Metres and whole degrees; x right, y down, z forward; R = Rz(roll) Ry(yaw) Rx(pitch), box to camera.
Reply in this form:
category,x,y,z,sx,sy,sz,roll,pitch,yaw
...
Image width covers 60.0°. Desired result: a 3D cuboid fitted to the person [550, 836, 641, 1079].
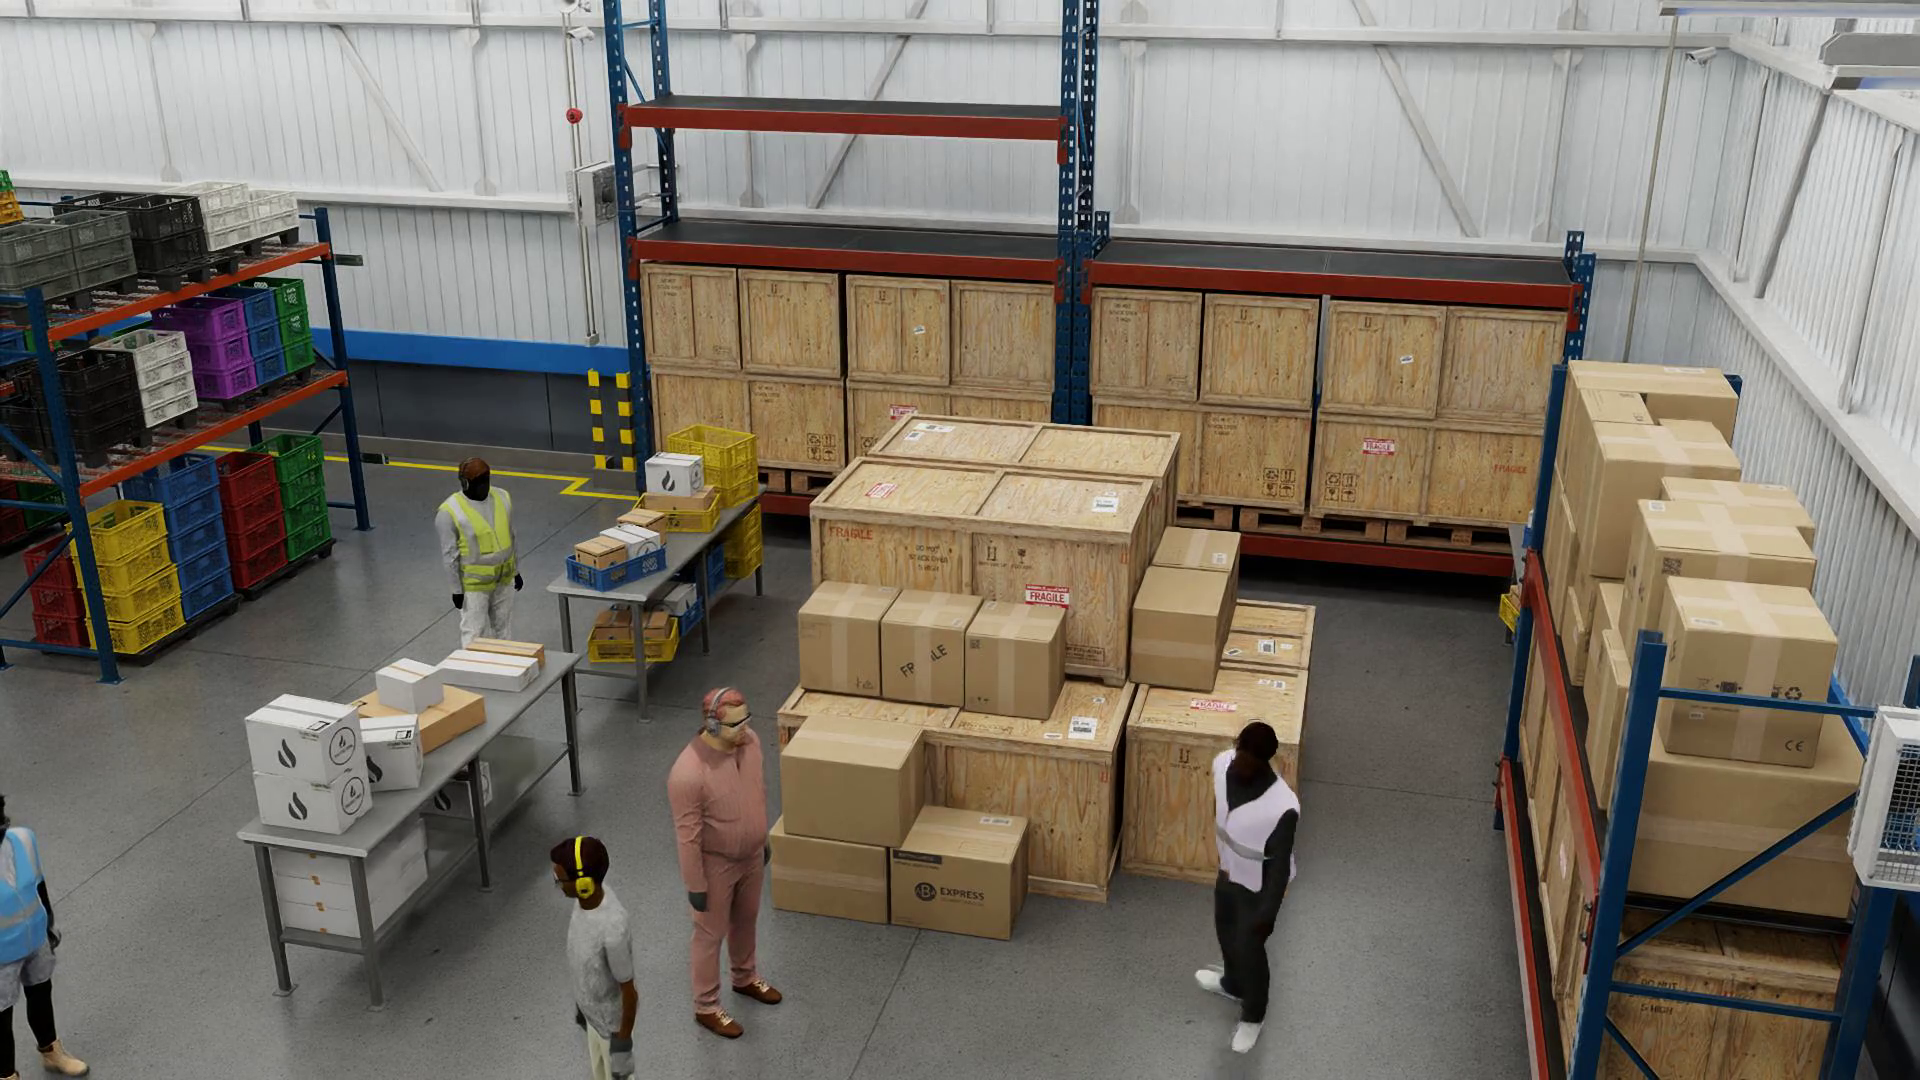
category,x,y,z,sx,sy,sz,roll,pitch,yaw
person,-1.566,2.110,7.274,0.332,1.865,0.520,-12,24,-28

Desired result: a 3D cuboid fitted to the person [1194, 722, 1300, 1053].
category,x,y,z,sx,sy,sz,roll,pitch,yaw
person,1.444,1.681,8.385,0.440,1.873,0.732,-9,23,-23

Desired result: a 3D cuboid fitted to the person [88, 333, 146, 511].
category,x,y,z,sx,sy,sz,roll,pitch,yaw
person,-7.623,-0.942,15.156,0.634,1.937,0.357,17,27,37

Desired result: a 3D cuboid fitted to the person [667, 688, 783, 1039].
category,x,y,z,sx,sy,sz,roll,pitch,yaw
person,-1.175,1.623,8.504,0.402,1.900,0.645,13,24,30

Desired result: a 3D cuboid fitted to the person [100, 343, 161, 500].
category,x,y,z,sx,sy,sz,roll,pitch,yaw
person,-7.481,-0.847,14.982,0.575,1.883,0.355,-1,21,-1

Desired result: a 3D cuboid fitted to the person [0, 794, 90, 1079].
category,x,y,z,sx,sy,sz,roll,pitch,yaw
person,-4.547,1.940,7.961,0.319,1.691,0.531,7,22,18

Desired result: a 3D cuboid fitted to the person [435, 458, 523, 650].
category,x,y,z,sx,sy,sz,roll,pitch,yaw
person,-3.440,0.284,12.081,0.429,1.844,0.626,15,26,34
